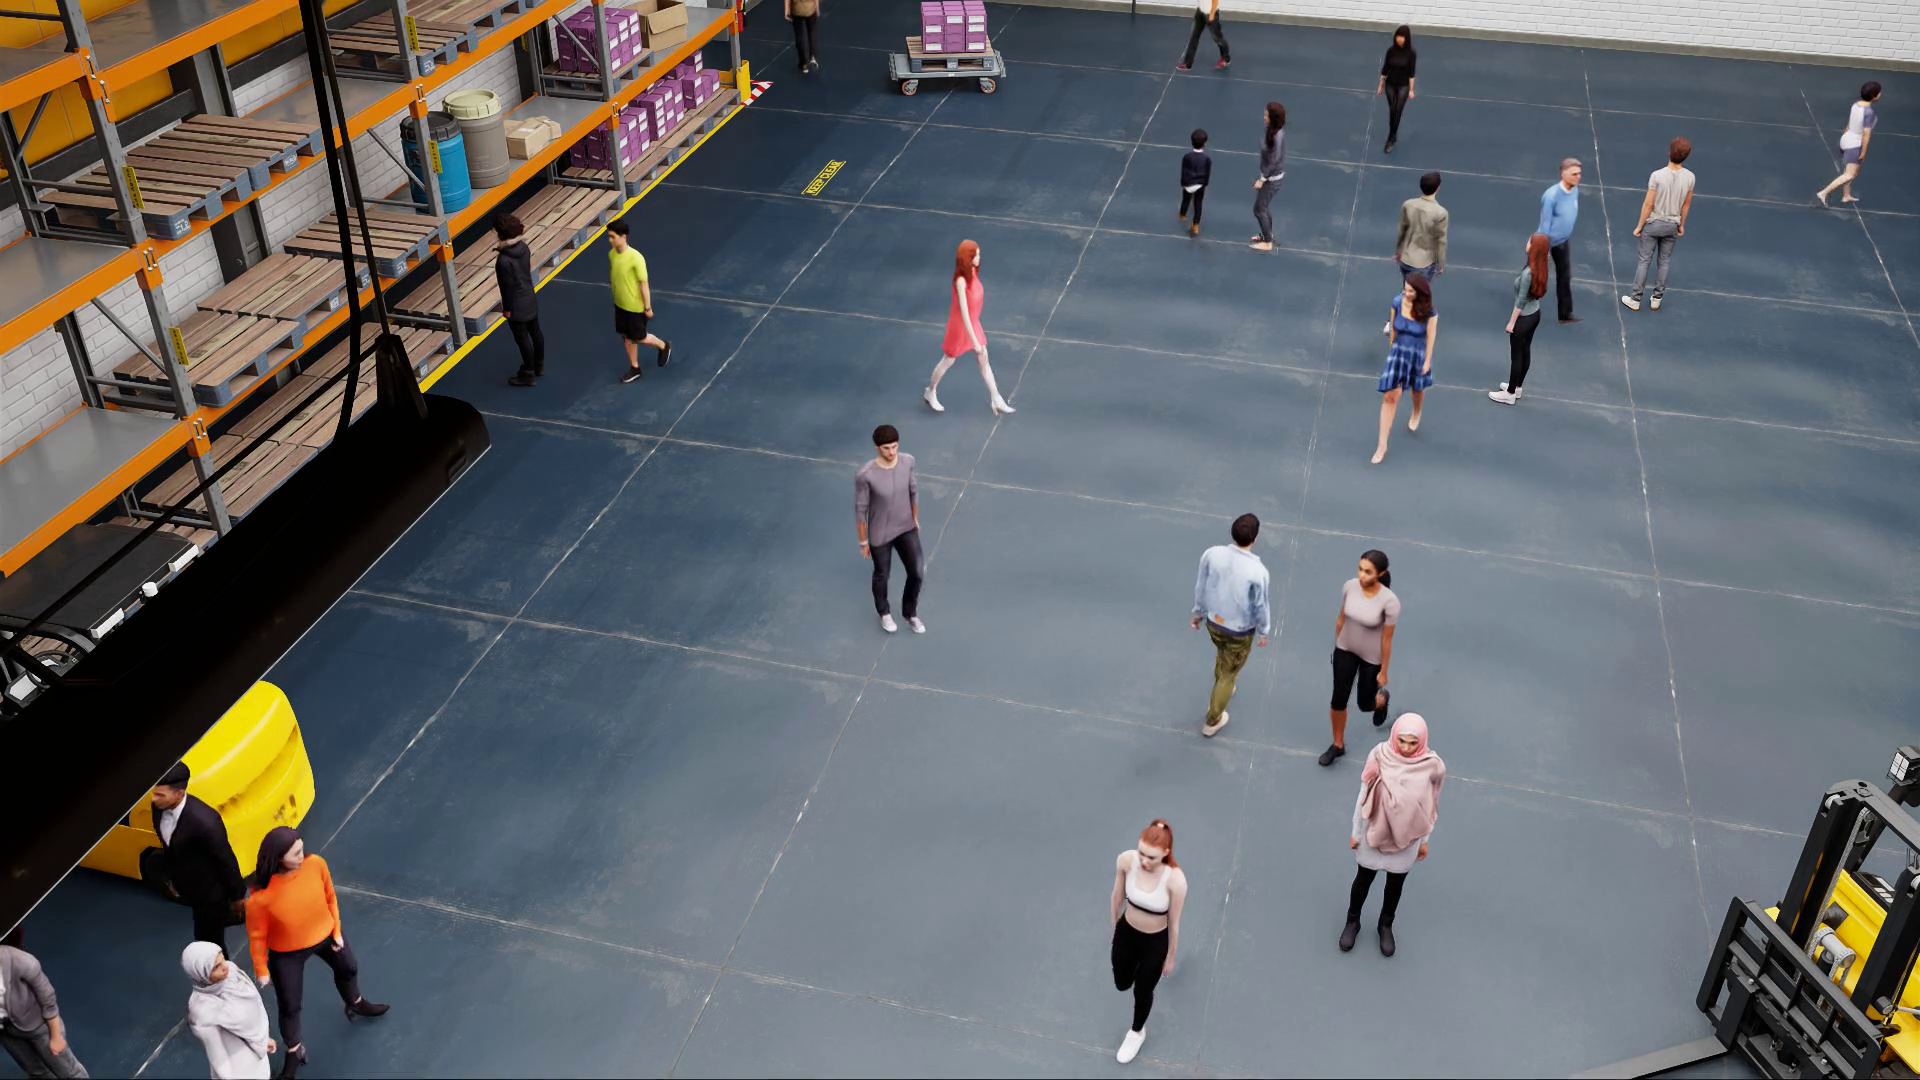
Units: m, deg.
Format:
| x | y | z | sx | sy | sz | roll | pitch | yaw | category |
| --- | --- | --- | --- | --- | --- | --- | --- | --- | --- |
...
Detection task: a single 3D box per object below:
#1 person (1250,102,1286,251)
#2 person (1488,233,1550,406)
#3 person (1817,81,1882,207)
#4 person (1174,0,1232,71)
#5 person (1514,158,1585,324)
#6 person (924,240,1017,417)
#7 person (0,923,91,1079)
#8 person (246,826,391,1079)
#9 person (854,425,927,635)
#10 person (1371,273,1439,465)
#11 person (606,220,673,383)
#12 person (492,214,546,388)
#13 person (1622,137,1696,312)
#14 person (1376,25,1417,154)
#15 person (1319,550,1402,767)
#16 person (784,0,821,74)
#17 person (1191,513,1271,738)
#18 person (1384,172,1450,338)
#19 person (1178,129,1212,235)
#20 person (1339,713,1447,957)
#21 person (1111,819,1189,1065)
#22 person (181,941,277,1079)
| x | y | z | sx | sy | sz | roll | pitch | yaw | category |
| --- | --- | --- | --- | --- | --- | --- | --- | --- | --- |
| 3.596 | -4.138 | 19.024 | 0.802 | 1.738 | 0.662 | 3 | 34 | 4 | person |
| 5.431 | -2.128 | 15.995 | 0.727 | 1.743 | 0.631 | 29 | 43 | 36 | person |
| 10.805 | -4.789 | 20.176 | 0.820 | 1.547 | 0.916 | -3 | 34 | -4 | person |
| 3.746 | -7.788 | 24.497 | 1.209 | 1.758 | 1.154 | -17 | 37 | -24 | person |
| 6.183 | -3.192 | 17.562 | 1.083 | 1.780 | 1.135 | -19 | 38 | -26 | person |
| -0.055 | -1.962 | 15.721 | 0.775 | 1.770 | 1.128 | 13 | 36 | 19 | person |
| -4.994 | 2.611 | 8.926 | 0.612 | 1.677 | 0.567 | 7 | 34 | 11 | person |
| -3.754 | 2.296 | 9.350 | 0.731 | 1.732 | 1.033 | -25 | 41 | -32 | person |
| -0.576 | -0.125 | 12.895 | 0.861 | 1.839 | 0.911 | -16 | 37 | -22 | person |
| 4.133 | -1.617 | 15.224 | 0.907 | 1.746 | 1.271 | 19 | 38 | 27 | person |
| -3.202 | -2.353 | 16.446 | 0.805 | 1.618 | 0.939 | 23 | 40 | 31 | person |
| -4.312 | -2.361 | 16.311 | 0.680 | 1.781 | 0.534 | 10 | 35 | 15 | person |
| 7.464 | -3.353 | 17.698 | 0.711 | 1.898 | 0.638 | 1 | 34 | 2 | person |
| 5.789 | -5.975 | 21.902 | 0.745 | 1.612 | 0.956 | 18 | 38 | 25 | person |
| 2.846 | 0.793 | 11.613 | 0.868 | 1.729 | 1.046 | 27 | 42 | 35 | person |
| -2.284 | -7.746 | 24.355 | 0.878 | 1.845 | 0.954 | -9 | 35 | -13 | person |
| 1.873 | 0.639 | 11.786 | 0.896 | 1.794 | 0.975 | 26 | 42 | 34 | person |
| 4.613 | -2.811 | 16.922 | 0.919 | 1.855 | 0.869 | -27 | 42 | -34 | person |
| 2.781 | -4.200 | 19.602 | 0.638 | 1.201 | 0.848 | -1 | 34 | -2 | person |
| 2.605 | 1.779 | 10.063 | 0.647 | 1.804 | 0.604 | 6 | 34 | 9 | person |
| 1.093 | 2.217 | 9.468 | 0.716 | 1.732 | 0.887 | 18 | 38 | 25 | person |
| -3.745 | 2.738 | 8.646 | 0.722 | 1.775 | 0.555 | 0 | 34 | 1 | person |
